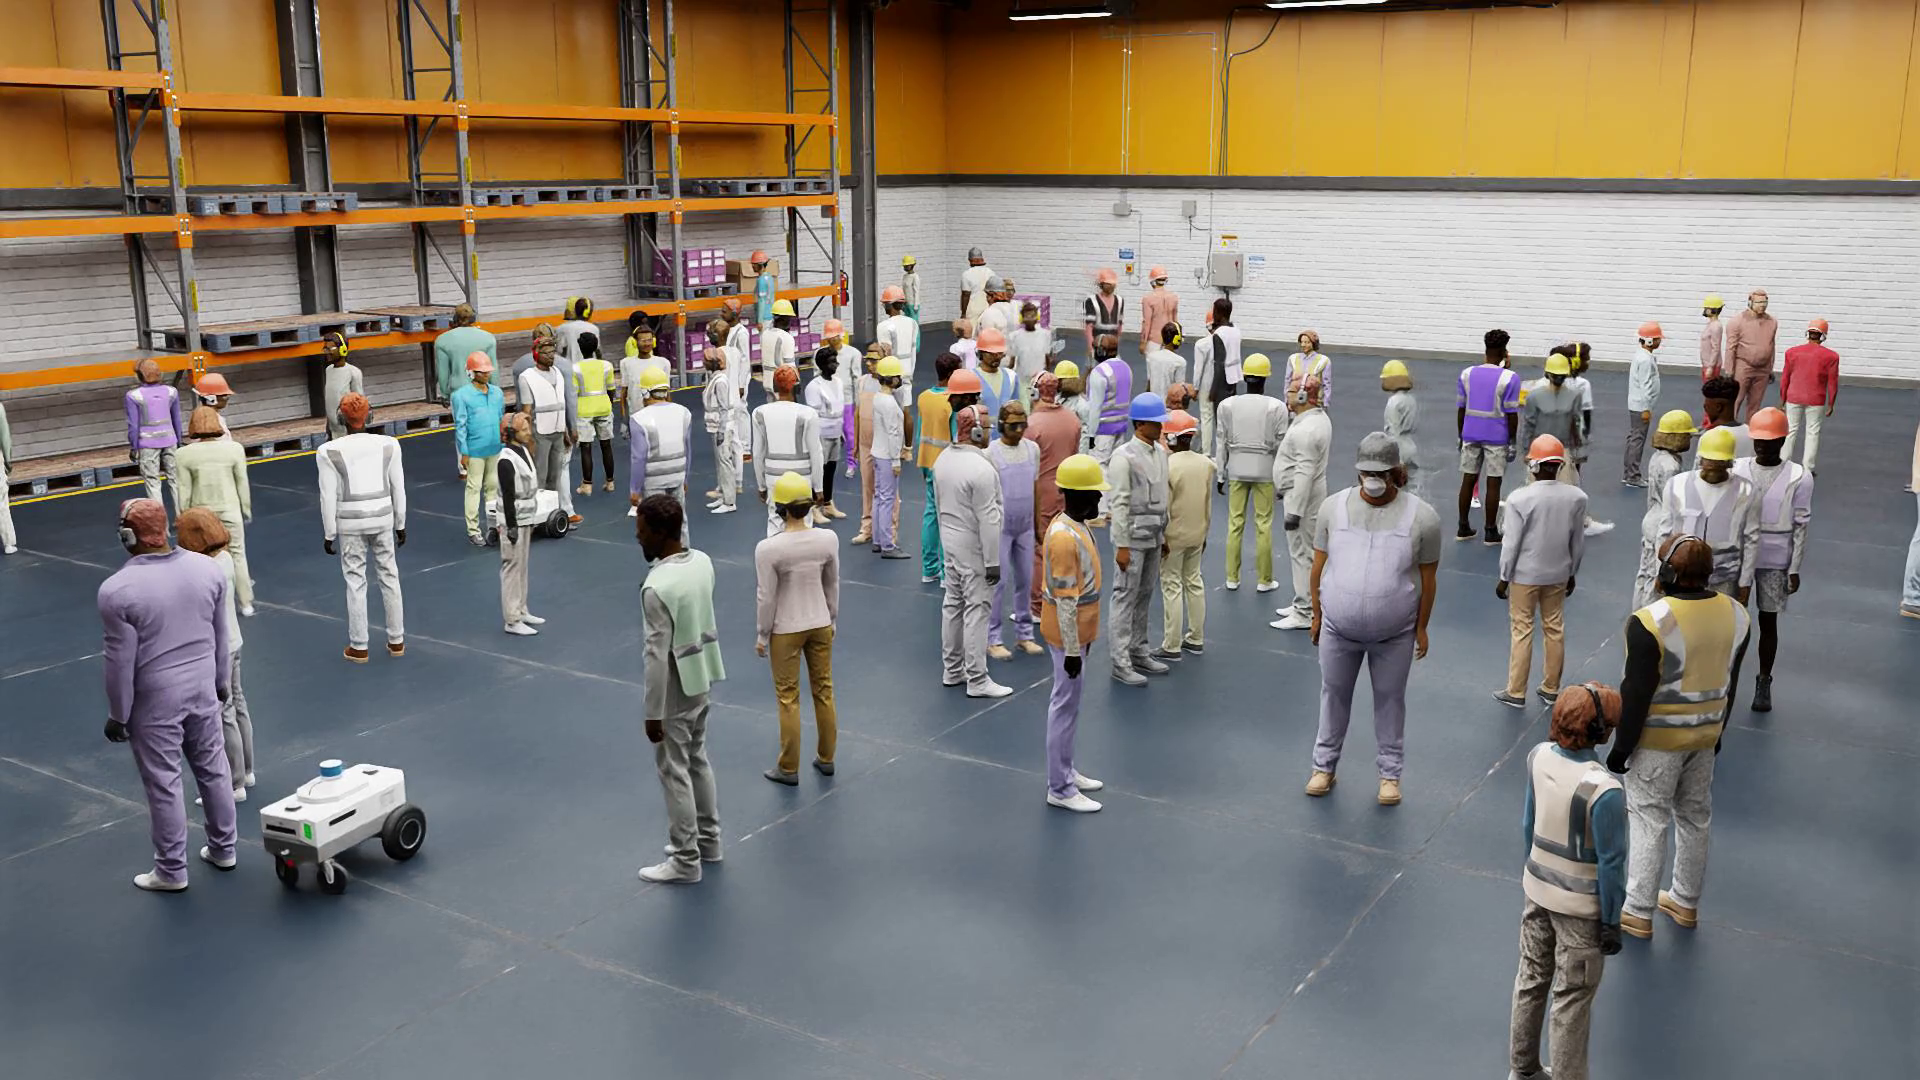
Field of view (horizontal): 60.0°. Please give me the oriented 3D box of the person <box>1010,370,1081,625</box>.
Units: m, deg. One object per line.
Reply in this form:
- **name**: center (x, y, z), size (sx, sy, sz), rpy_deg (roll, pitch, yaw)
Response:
- **person**: center (0.612, -0.319, 12.483), size (0.407, 1.910, 0.638), rpy_deg (11, 17, 41)

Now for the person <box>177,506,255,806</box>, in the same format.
- **person**: center (-4.037, 0.619, 9.009), size (0.287, 1.635, 0.499), rpy_deg (-2, 13, -8)

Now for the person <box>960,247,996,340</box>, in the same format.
- **person**: center (0.244, -3.732, 26.994), size (0.684, 2.000, 0.535), rpy_deg (-10, 16, -36)

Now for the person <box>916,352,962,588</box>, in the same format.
- **person**: center (-0.136, -0.570, 13.546), size (0.372, 1.916, 0.596), rpy_deg (-9, 16, -35)

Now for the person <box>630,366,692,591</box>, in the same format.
- **person**: center (-2.413, -0.481, 13.345), size (0.404, 1.835, 0.590), rpy_deg (11, 17, 40)

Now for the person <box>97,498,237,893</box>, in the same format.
- **person**: center (-3.785, 0.732, 7.931), size (0.406, 1.906, 0.638), rpy_deg (8, 15, 30)

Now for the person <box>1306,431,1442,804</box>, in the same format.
- **person**: center (2.208, 0.423, 8.973), size (0.677, 2.000, 0.536), rpy_deg (5, 14, 20)

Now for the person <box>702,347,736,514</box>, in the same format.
- **person**: center (-2.367, -1.080, 16.368), size (0.313, 1.639, 0.517), rpy_deg (-3, 13, -13)

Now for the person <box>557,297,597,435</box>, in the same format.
- **person**: center (-4.790, -2.167, 20.853), size (0.488, 1.746, 0.287), rpy_deg (-5, 14, -20)

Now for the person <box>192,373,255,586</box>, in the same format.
- **person**: center (-6.021, -0.486, 13.540), size (0.337, 1.749, 0.574), rpy_deg (-10, 17, -38)

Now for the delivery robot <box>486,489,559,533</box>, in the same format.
- **delivery robot**: center (-3.981, -0.295, 15.134), size (0.477, 0.478, 0.707), rpy_deg (6, 14, 24)

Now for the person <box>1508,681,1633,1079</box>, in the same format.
- **person**: center (2.205, 1.307, 6.017), size (0.307, 1.641, 0.513), rpy_deg (-4, 14, -16)

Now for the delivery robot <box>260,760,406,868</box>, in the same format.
- **delivery robot**: center (-3.060, 1.318, 8.139), size (0.477, 0.478, 0.707), rpy_deg (5, 14, 22)

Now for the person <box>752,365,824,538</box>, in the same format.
- **person**: center (-1.331, -0.430, 13.020), size (0.575, 1.882, 0.355), rpy_deg (4, 14, 16)

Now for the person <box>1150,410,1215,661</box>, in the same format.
- **person**: center (1.512, -0.037, 11.595), size (0.573, 1.749, 0.342), rpy_deg (-11, 17, -40)

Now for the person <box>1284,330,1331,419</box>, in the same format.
- **person**: center (3.737, -1.442, 17.939), size (0.522, 1.639, 0.309), rpy_deg (9, 16, 33)

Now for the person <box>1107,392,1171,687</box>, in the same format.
- **person**: center (1.204, -0.015, 11.071), size (0.389, 1.949, 0.604), rpy_deg (9, 16, 34)

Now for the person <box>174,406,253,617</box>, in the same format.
- **person**: center (-5.635, -0.199, 12.587), size (0.504, 1.628, 0.278), rpy_deg (-6, 14, -24)

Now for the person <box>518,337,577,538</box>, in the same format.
- **person**: center (-3.837, -0.960, 15.395), size (0.378, 1.844, 0.569), rpy_deg (6, 14, 24)

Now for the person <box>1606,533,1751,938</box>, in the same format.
- **person**: center (3.169, 0.874, 7.451), size (0.621, 1.845, 0.429), rpy_deg (-5, 14, -20)

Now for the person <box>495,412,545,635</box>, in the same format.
- **person**: center (-3.255, -0.129, 12.244), size (0.315, 1.640, 0.514), rpy_deg (0, 13, -1)

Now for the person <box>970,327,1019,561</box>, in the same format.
- **person**: center (0.267, -0.803, 14.284), size (0.616, 2.041, 0.382), rpy_deg (-8, 15, -31)

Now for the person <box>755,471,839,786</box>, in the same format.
- **person**: center (-0.903, 0.492, 9.269), size (0.522, 1.772, 0.303), rpy_deg (-9, 16, -35)

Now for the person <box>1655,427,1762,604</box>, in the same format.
- **person**: center (4.684, 0.189, 10.465), size (0.594, 1.825, 0.403), rpy_deg (7, 15, 28)

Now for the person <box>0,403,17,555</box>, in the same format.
- **person**: center (-8.542, -0.649, 14.500), size (0.514, 1.641, 0.309), rpy_deg (-10, 16, -36)

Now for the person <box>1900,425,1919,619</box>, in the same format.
- **person**: center (7.428, -0.390, 12.616), size (0.391, 1.985, 0.624), rpy_deg (8, 15, 32)

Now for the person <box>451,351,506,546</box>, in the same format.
- **person**: center (-4.313, -0.837, 15.063), size (0.324, 1.752, 0.562), rpy_deg (8, 15, 31)

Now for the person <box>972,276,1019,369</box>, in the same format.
- **person**: center (0.395, -2.224, 20.455), size (0.537, 2.000, 0.682), rpy_deg (8, 15, 30)

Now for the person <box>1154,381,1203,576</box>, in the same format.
- **person**: center (1.806, -0.499, 13.849), size (0.308, 1.639, 0.524), rpy_deg (-11, 17, -40)

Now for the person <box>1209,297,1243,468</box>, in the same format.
- **person**: center (2.991, -1.768, 18.750), size (0.374, 1.915, 0.596), rpy_deg (7, 15, 27)

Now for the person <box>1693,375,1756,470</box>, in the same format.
- **person**: center (5.357, -0.185, 11.787), size (0.609, 1.958, 0.389), rpy_deg (-10, 16, -36)

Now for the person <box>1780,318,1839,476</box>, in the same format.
- **person**: center (9.289, -1.554, 18.215), size (0.573, 1.738, 0.352), rpy_deg (9, 16, 34)

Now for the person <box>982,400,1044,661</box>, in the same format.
- **person**: center (0.350, -0.070, 11.571), size (0.522, 1.833, 0.339), rpy_deg (-8, 15, -31)

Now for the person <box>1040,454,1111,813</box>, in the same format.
- **person**: center (0.615, 0.488, 8.936), size (0.363, 1.928, 0.587), rpy_deg (2, 13, 7)

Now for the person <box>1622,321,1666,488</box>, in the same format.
- **person**: center (7.274, -1.440, 17.683), size (0.327, 1.752, 0.563), rpy_deg (3, 13, 14)

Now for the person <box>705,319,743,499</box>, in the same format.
- **person**: center (-2.430, -1.336, 17.027), size (0.345, 1.847, 0.504), rpy_deg (6, 14, 24)

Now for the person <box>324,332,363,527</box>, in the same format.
- **person**: center (-5.777, -1.012, 15.571), size (0.507, 1.872, 0.329), rpy_deg (8, 15, 31)

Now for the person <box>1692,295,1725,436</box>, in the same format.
- **person**: center (9.407, -2.189, 20.901), size (0.328, 1.769, 0.526), rpy_deg (4, 14, 18)

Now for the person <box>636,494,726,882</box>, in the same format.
- **person**: center (-1.345, 0.715, 8.005), size (0.395, 1.909, 0.596), rpy_deg (3, 13, 15)
